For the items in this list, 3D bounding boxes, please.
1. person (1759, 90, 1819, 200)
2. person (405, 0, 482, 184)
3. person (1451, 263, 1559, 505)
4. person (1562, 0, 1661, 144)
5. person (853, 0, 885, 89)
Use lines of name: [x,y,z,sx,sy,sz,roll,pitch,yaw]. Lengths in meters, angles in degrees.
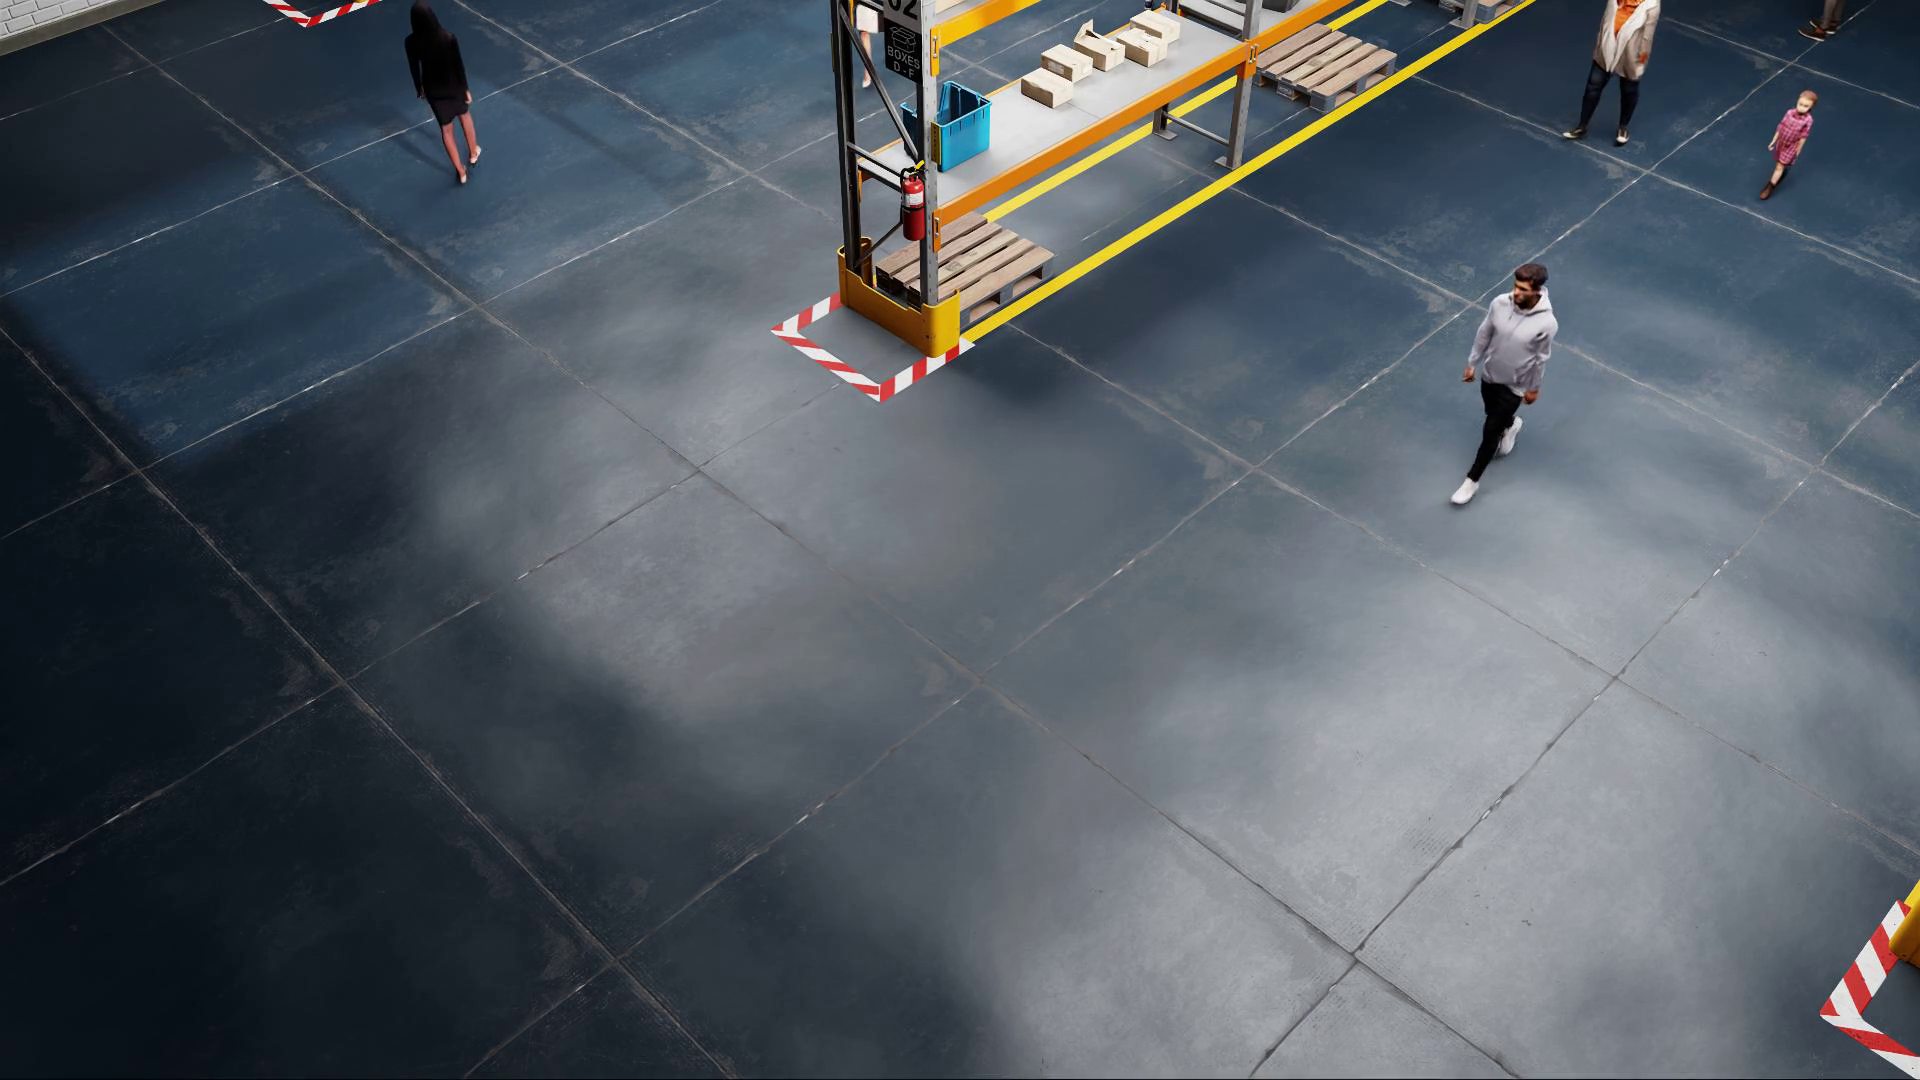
person: [7.534,-3.624,15.085,0.732,1.015,0.453,-31,51,-28]
person: [-4.650,-4.004,14.982,0.879,1.707,0.913,-8,44,-9]
person: [3.965,-1.215,11.920,0.682,1.894,1.197,34,53,30]
person: [6.230,-4.589,15.481,0.664,1.867,0.841,30,51,28]
person: [-0.836,-5.403,16.435,0.931,1.731,1.124,12,45,12]
